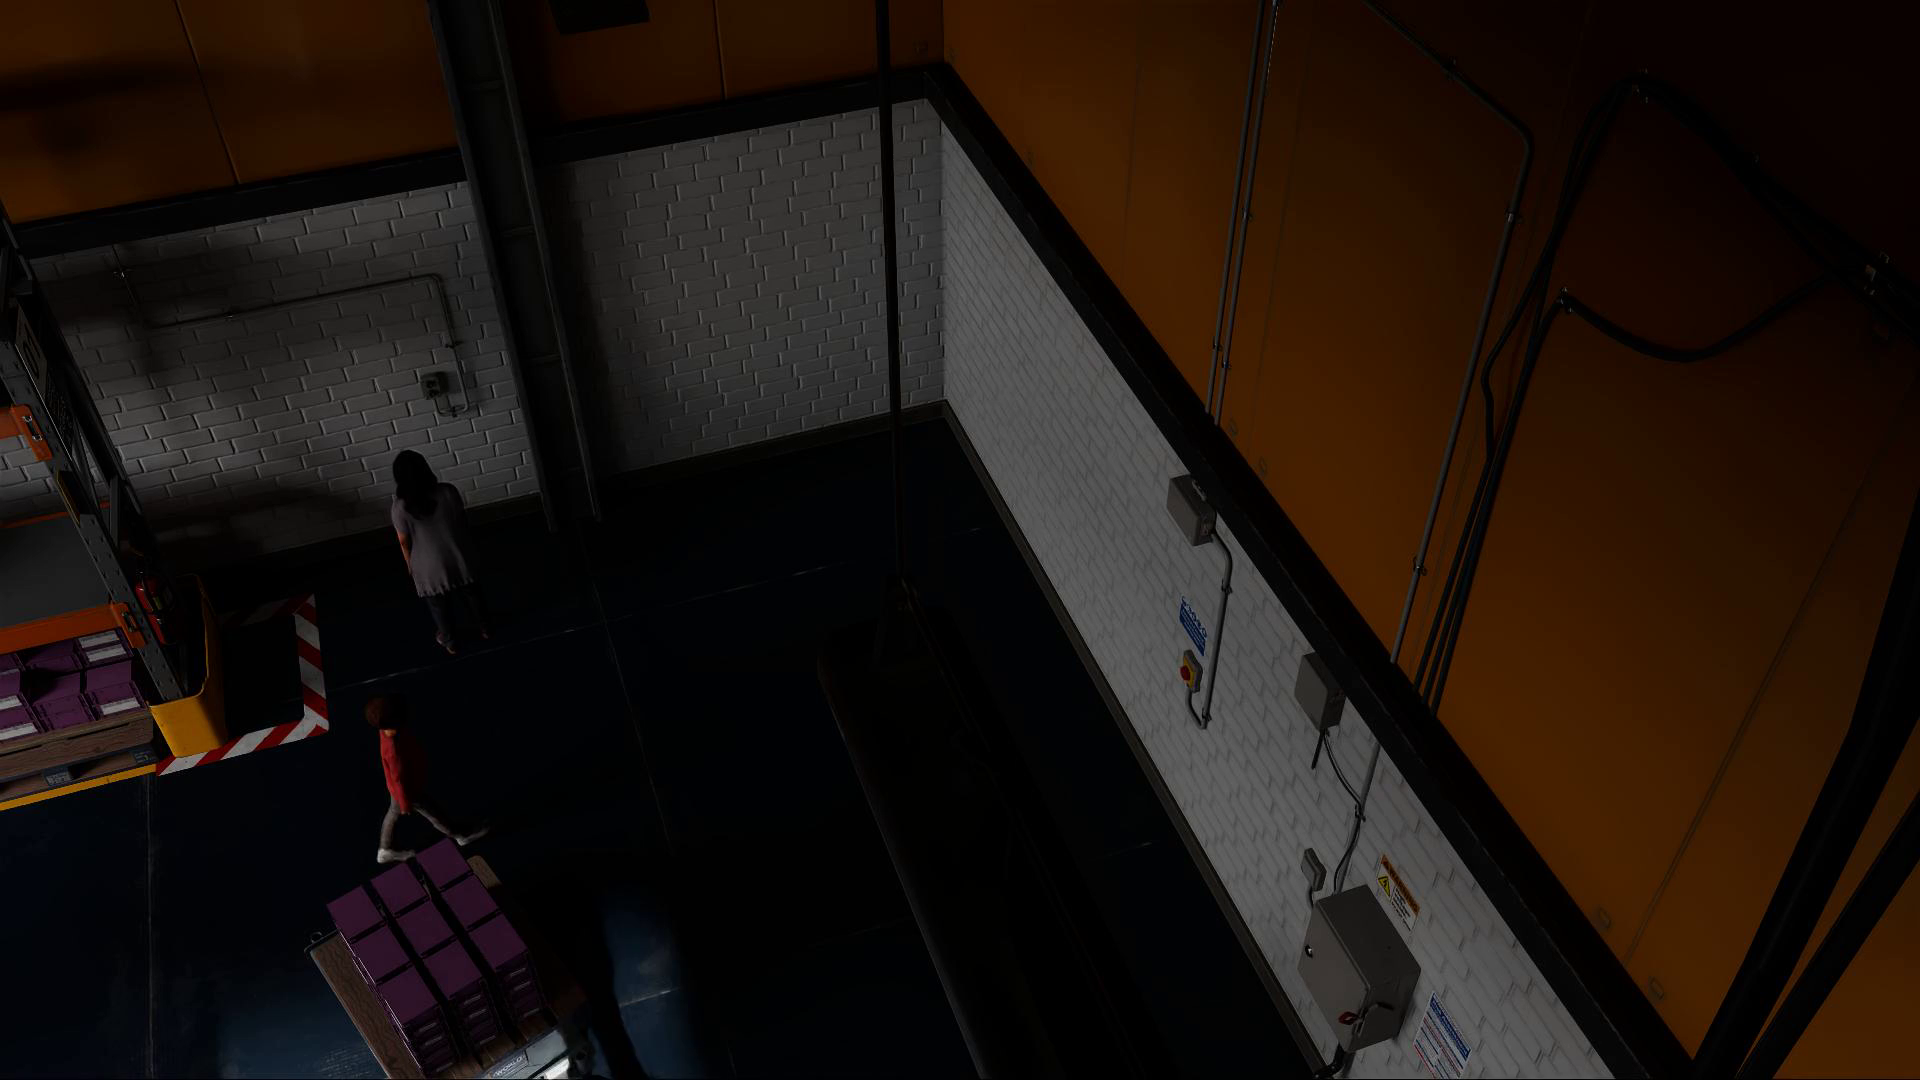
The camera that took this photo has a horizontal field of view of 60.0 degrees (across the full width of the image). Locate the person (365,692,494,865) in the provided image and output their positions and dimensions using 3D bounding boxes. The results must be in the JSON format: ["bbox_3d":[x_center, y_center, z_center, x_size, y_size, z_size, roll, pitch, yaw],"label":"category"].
[{"bbox_3d":[-3.282,1.423,9.645,0.941,1.392,0.598,-19,47,-19],"label":"person"}]

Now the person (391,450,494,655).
[{"bbox_3d":[-3.411,0.080,10.898,0.670,1.608,0.758,-25,49,-24],"label":"person"}]
